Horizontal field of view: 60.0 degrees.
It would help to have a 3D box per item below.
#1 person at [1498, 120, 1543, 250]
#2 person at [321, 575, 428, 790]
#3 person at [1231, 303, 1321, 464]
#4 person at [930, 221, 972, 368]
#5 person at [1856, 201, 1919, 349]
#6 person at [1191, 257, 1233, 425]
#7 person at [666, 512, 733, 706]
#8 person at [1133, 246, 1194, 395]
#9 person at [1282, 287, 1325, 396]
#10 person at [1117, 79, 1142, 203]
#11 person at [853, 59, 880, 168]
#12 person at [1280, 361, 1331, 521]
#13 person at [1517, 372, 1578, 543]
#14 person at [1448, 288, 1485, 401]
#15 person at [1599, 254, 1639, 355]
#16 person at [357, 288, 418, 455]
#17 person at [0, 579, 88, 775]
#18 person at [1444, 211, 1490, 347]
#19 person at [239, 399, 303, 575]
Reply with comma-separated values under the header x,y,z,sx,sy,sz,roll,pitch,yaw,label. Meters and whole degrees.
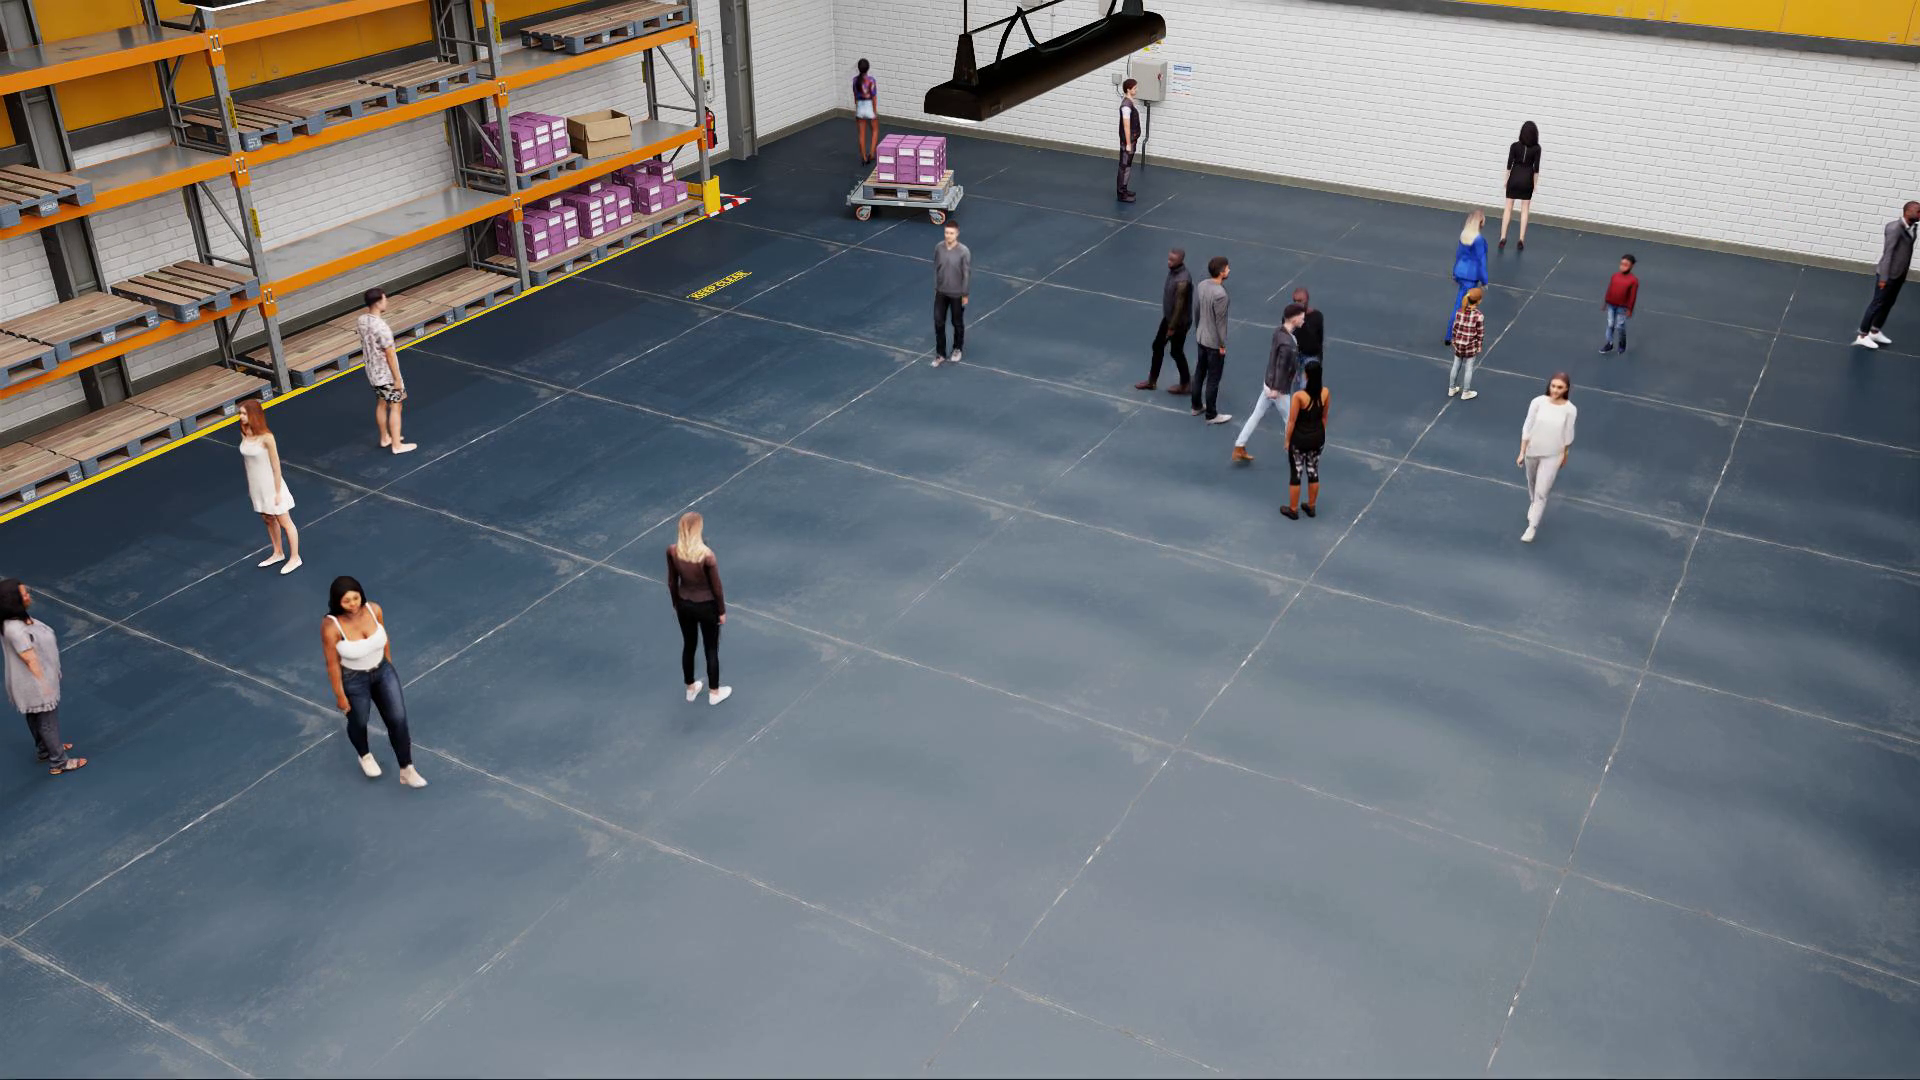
x,y,z,sx,sy,sz,roll,pitch,yaw,label
7.903,-5.004,23.478,0.633,1.803,0.559,9,30,17,person
-4.507,1.017,12.460,0.997,1.784,0.913,-24,36,-36,person
3.190,-1.565,17.191,1.128,1.788,1.201,-1,29,-3,person
-0.076,-2.968,19.808,0.726,1.743,0.898,9,30,16,person
11.333,-3.256,20.263,0.704,1.813,0.861,-17,33,-28,person
2.771,-2.208,18.280,0.802,1.874,0.782,-13,31,-22,person
-2.125,0.550,13.402,0.643,1.703,0.562,10,30,17,person
2.527,-2.461,18.820,1.093,1.800,1.046,-2,29,-3,person
3.737,-1.967,18.032,0.752,1.687,1.144,6,29,11,person
2.565,-6.147,25.526,0.792,1.849,0.653,3,29,6,person
-1.578,-6.945,27.108,0.648,1.735,0.649,8,30,15,person
3.396,-0.990,16.268,0.634,1.662,0.717,-11,30,-19,person
5.645,-0.865,16.045,0.609,1.655,1.040,16,32,26,person
5.770,-2.243,18.935,0.589,1.306,0.581,-26,38,-38,person
8.017,-2.872,20.148,0.620,1.249,0.586,-21,35,-33,person
-6.110,-1.788,17.574,0.708,1.811,0.627,22,35,34,person
-7.055,1.026,12.624,0.695,1.612,0.723,25,37,38,person
6.079,-3.161,20.220,0.833,1.688,0.768,-5,29,-9,person
-6.388,-0.511,15.338,0.549,1.712,0.523,15,32,25,person
